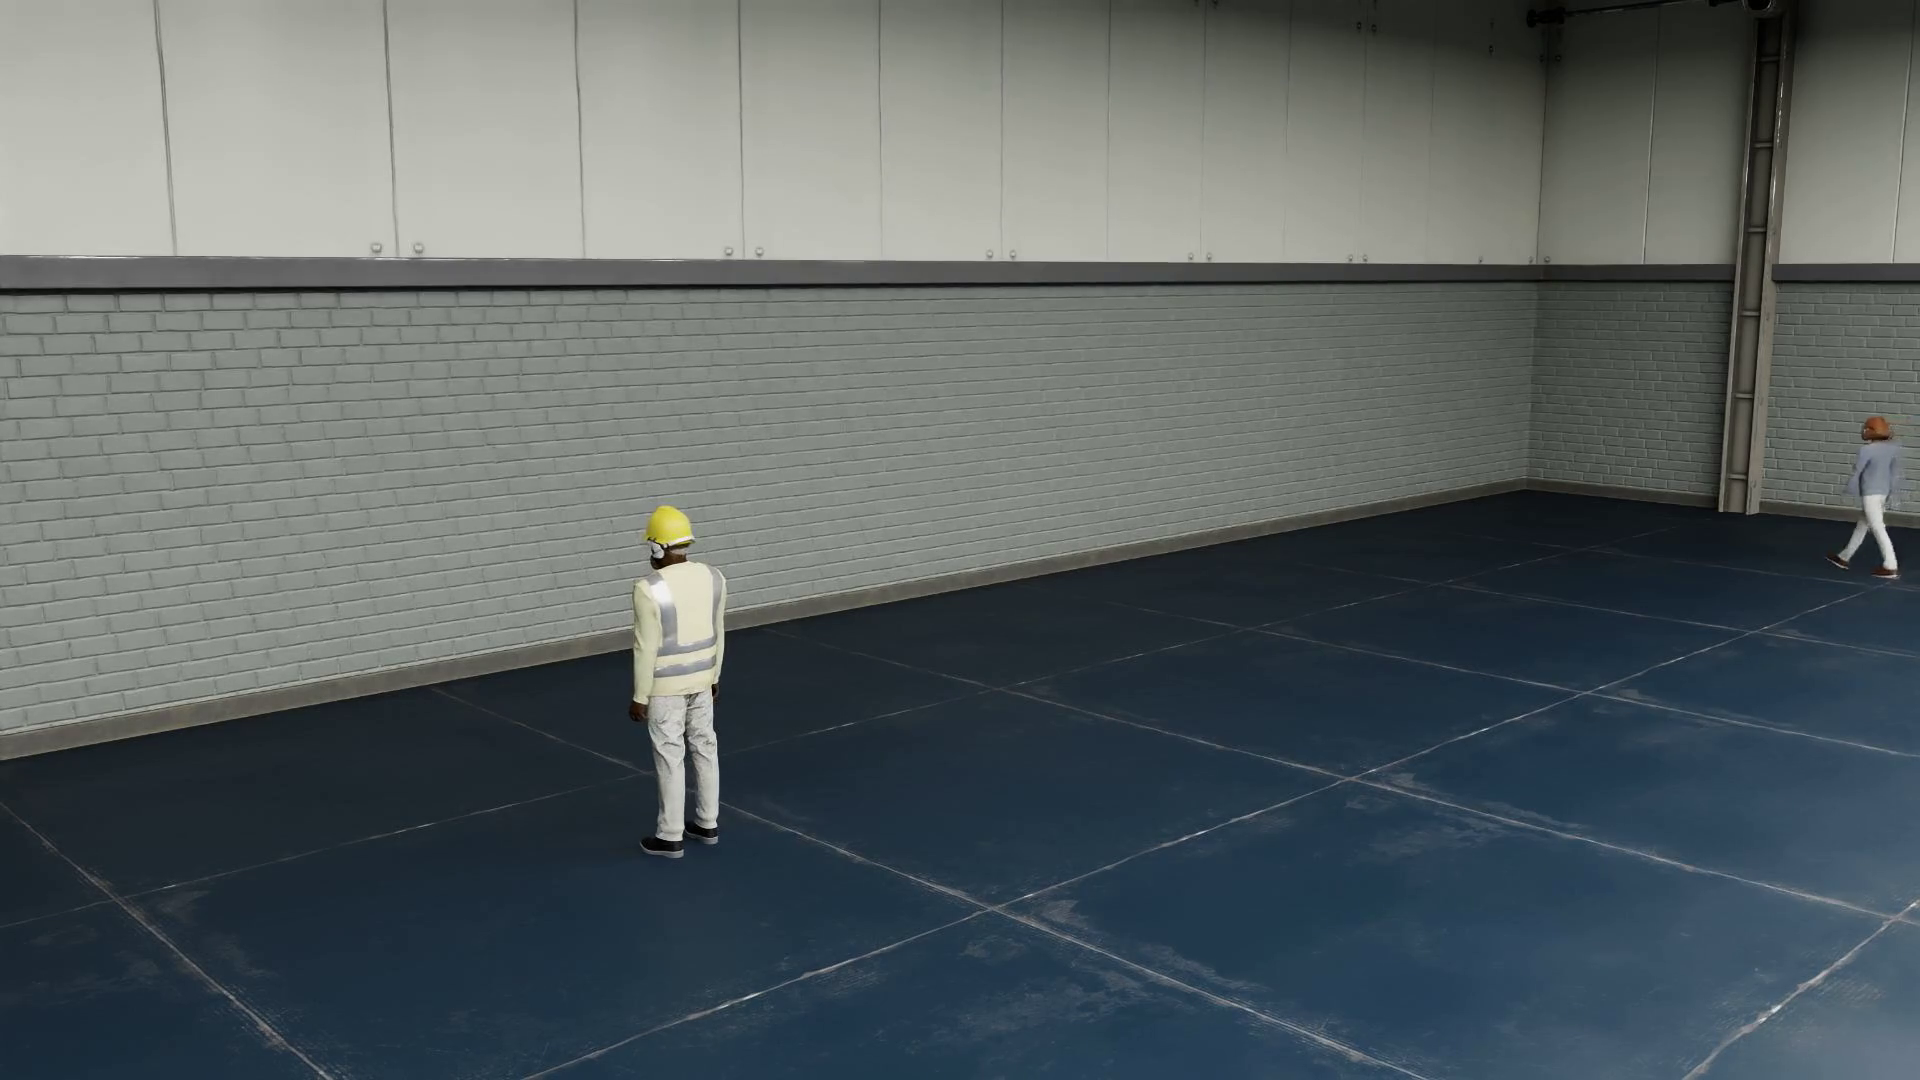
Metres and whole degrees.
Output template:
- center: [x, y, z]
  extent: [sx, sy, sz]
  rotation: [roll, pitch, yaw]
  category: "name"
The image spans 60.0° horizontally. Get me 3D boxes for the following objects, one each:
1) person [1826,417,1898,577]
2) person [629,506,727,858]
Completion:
- center: [9.120, -0.442, 16.702]
  extent: [0.512, 1.580, 0.852]
  rotation: [-5, 10, -27]
  category: "person"
- center: [-1.485, 0.731, 8.666]
  extent: [0.403, 1.837, 0.588]
  rotation: [8, 12, 39]
  category: "person"
